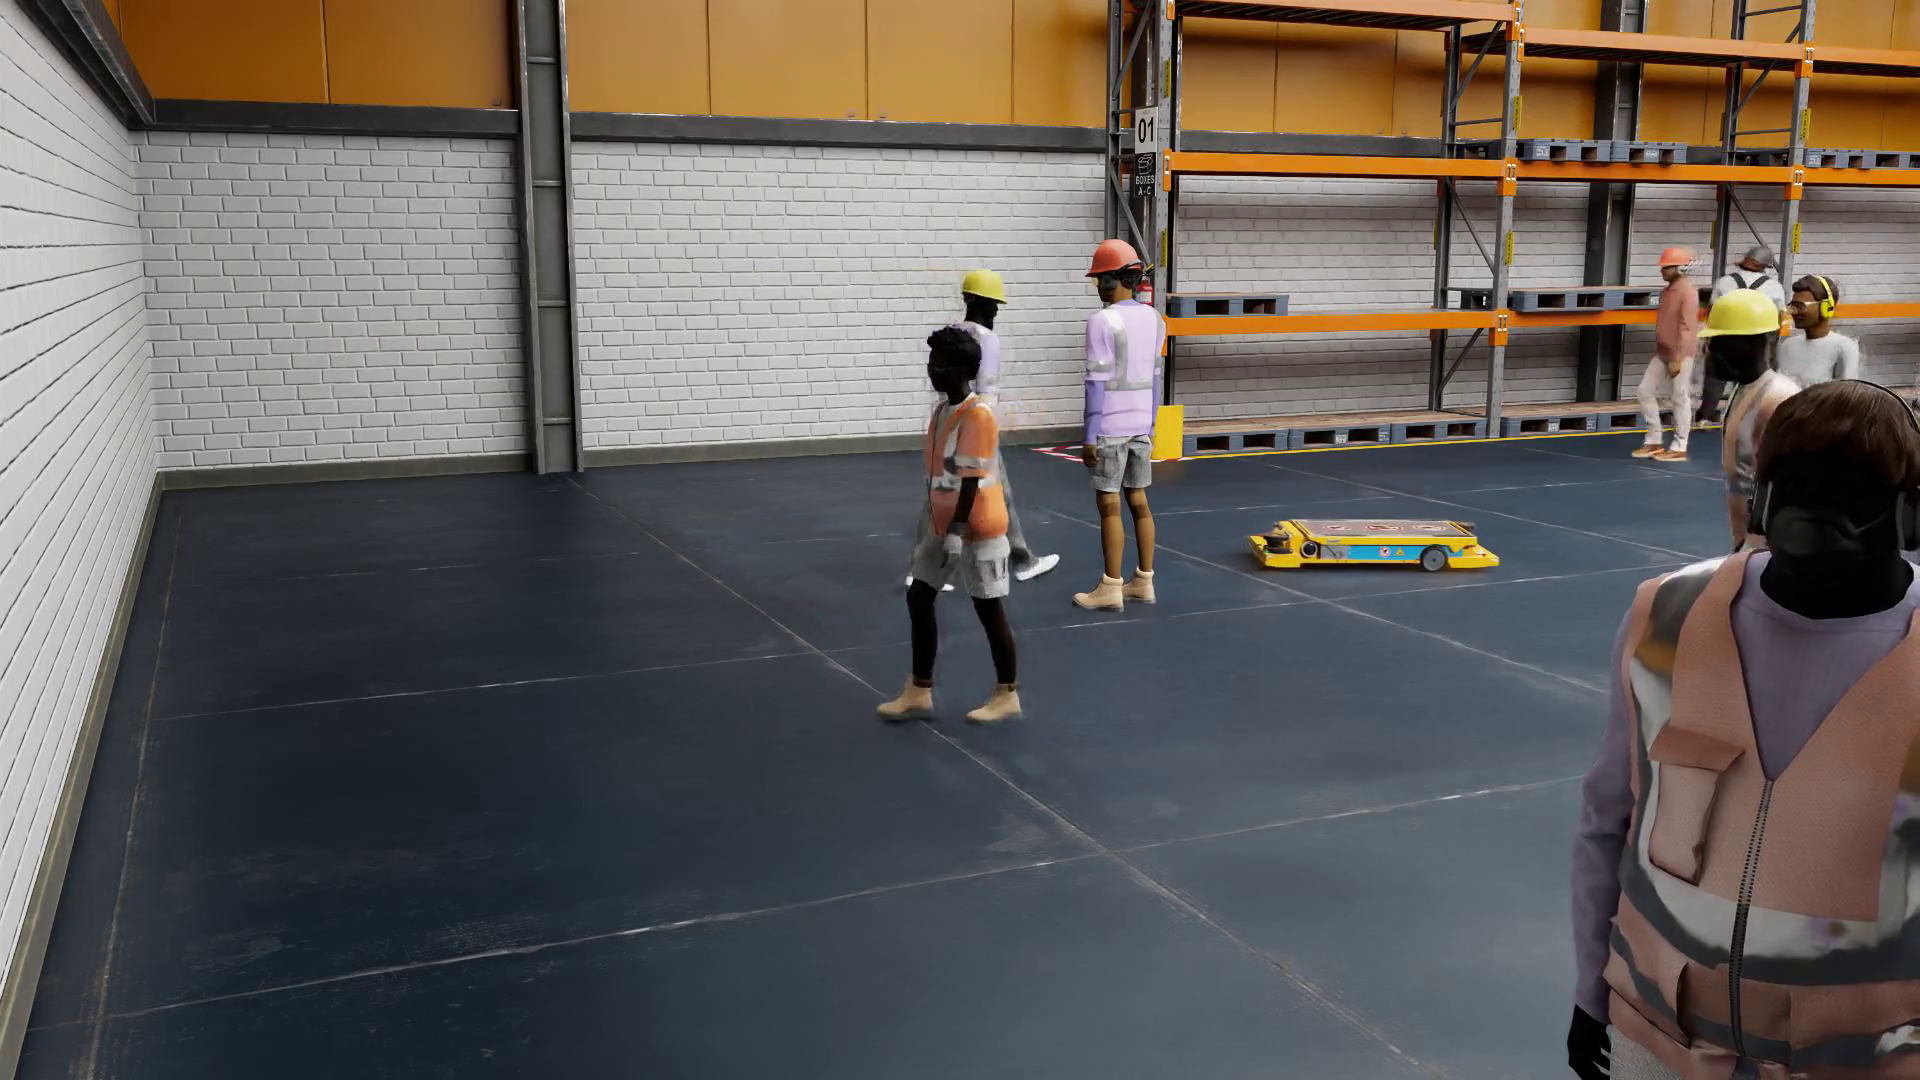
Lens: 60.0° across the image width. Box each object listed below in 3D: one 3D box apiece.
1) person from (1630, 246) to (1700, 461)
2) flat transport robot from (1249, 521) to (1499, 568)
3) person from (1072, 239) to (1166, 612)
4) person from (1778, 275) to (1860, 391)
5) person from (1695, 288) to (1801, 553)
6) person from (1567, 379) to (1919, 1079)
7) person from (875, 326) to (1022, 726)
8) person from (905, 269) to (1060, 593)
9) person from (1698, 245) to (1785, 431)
[{"bbox_3d":[6.462,-1.696,15.273,0.630,1.972,0.652,-1,10,-4],"label":"person"},{"bbox_3d":[2.594,0.016,10.499,1.431,0.197,0.652,0,10,1],"label":"flat transport robot"},{"bbox_3d":[0.859,-0.626,9.172,0.398,2.034,0.609,9,14,42],"label":"person"},{"bbox_3d":[4.396,-0.452,8.704,0.398,1.851,0.517,-1,10,-6],"label":"person"},{"bbox_3d":[3.173,-0.041,6.442,1.064,1.857,0.601,3,11,18],"label":"person"},{"bbox_3d":[1.140,0.700,2.313,0.627,1.845,0.429,9,14,42],"label":"person"},{"bbox_3d":[-0.061,-0.036,6.889,0.717,1.672,0.549,-5,11,-24],"label":"person"},{"bbox_3d":[0.090,-0.628,9.662,1.032,1.860,0.601,-7,12,-33],"label":"person"},{"bbox_3d":[8.234,-2.119,17.465,0.730,2.000,0.562,6,12,30],"label":"person"}]
